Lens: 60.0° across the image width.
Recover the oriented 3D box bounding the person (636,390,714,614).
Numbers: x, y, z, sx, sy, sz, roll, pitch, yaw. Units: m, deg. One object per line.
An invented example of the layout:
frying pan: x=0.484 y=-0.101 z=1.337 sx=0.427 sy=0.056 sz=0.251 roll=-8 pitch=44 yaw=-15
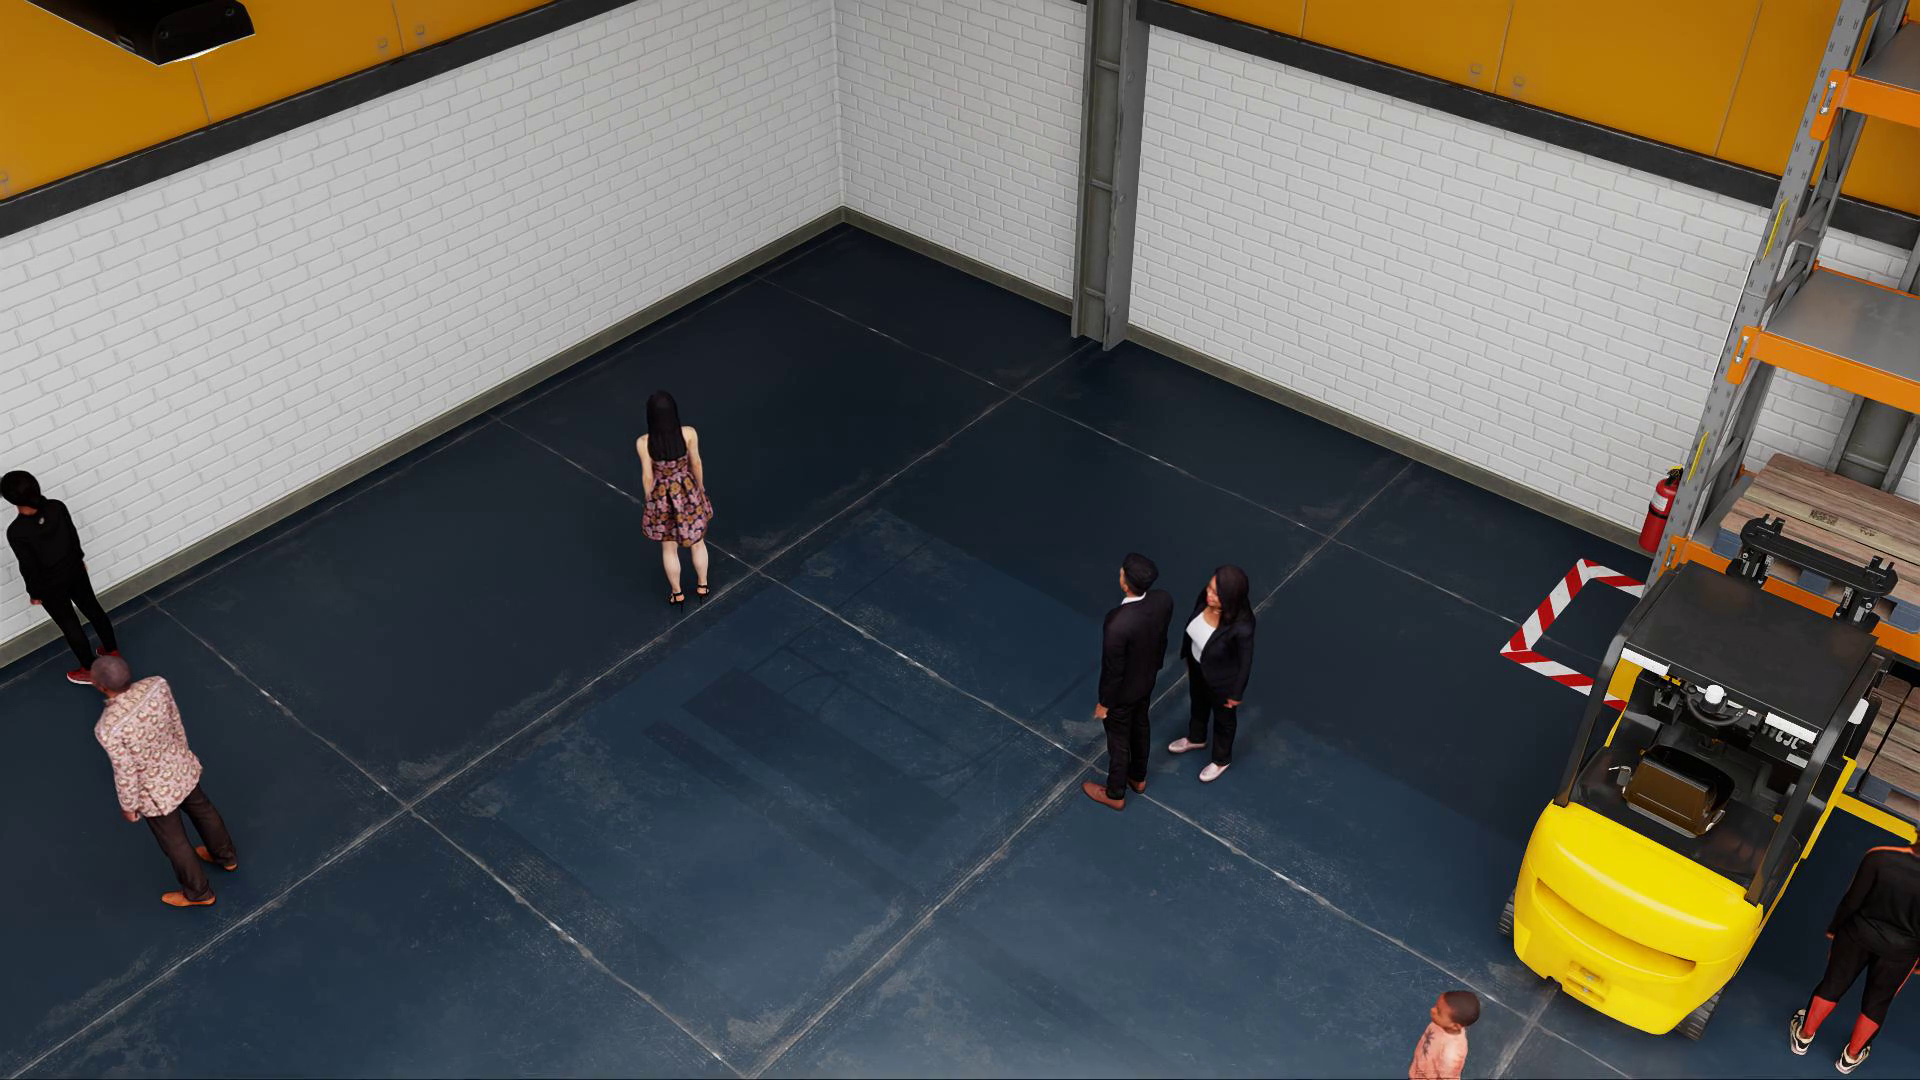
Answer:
person: x=-1.922 y=-0.264 z=11.231 sx=0.785 sy=1.775 sz=0.818 roll=-15 pitch=41 yaw=-18

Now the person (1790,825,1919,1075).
person: x=4.624 y=2.011 z=8.356 sx=0.490 sy=1.808 sz=0.700 roll=24 pitch=44 yaw=27

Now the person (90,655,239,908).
person: x=-4.424 y=1.321 z=9.220 sx=0.750 sy=1.808 sz=0.771 roll=9 pitch=40 yaw=12

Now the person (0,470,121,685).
person: x=-5.786 y=0.231 z=10.691 sx=0.628 sy=1.675 sz=0.652 roll=16 pitch=41 yaw=19

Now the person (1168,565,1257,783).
person: x=1.560 y=0.776 z=10.056 sx=0.784 sy=1.616 sz=0.665 roll=-21 pitch=43 yaw=-24

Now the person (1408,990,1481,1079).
person: x=2.359 y=2.613 z=8.012 sx=0.838 sy=1.296 sz=0.689 roll=7 pitch=39 yaw=9

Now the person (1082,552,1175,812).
person: x=1.000 y=0.835 z=9.767 sx=0.556 sy=1.884 sz=0.702 roll=31 pitch=48 yaw=32
